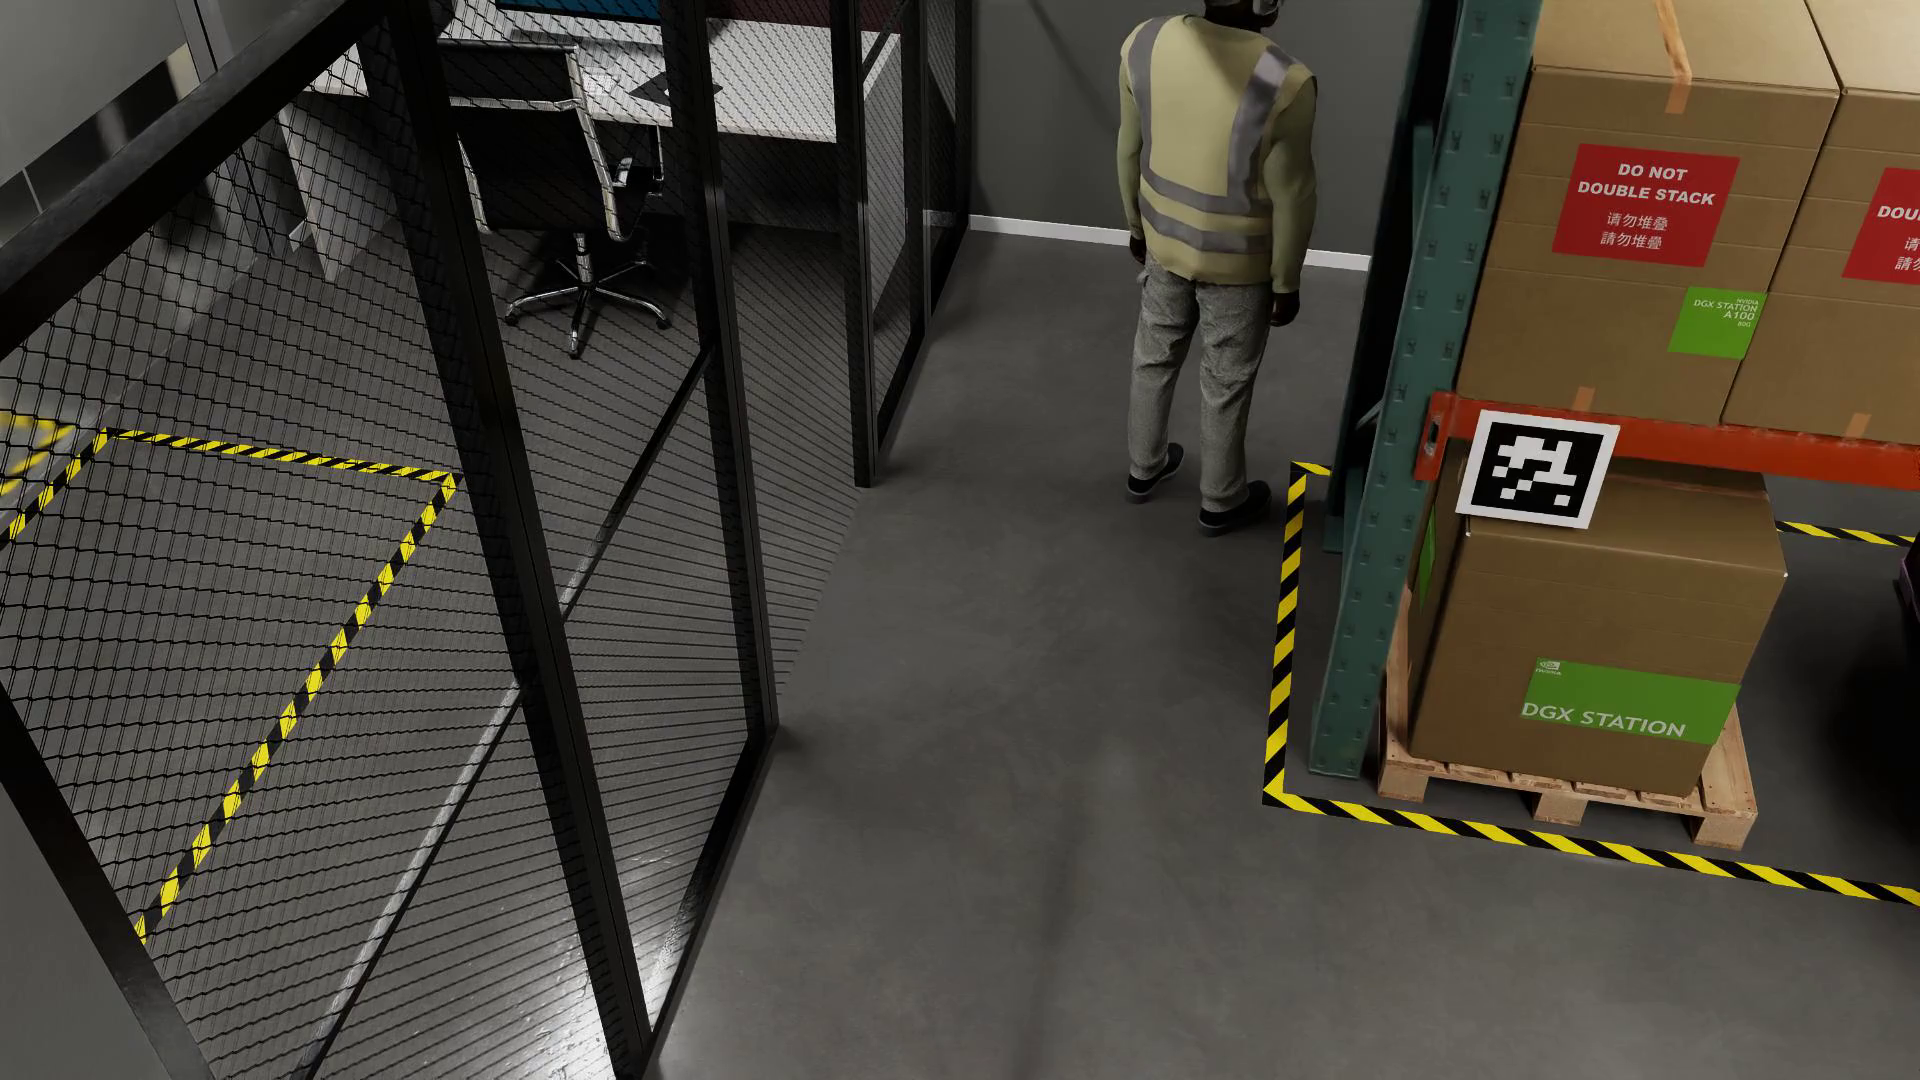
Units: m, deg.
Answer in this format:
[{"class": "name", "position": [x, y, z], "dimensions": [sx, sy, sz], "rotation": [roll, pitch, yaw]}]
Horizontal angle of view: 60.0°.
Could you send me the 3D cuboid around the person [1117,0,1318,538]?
[{"class": "person", "position": [0.697, -0.822, 4.523], "dimensions": [0.587, 1.835, 0.403], "rotation": [30, 49, 30]}]
